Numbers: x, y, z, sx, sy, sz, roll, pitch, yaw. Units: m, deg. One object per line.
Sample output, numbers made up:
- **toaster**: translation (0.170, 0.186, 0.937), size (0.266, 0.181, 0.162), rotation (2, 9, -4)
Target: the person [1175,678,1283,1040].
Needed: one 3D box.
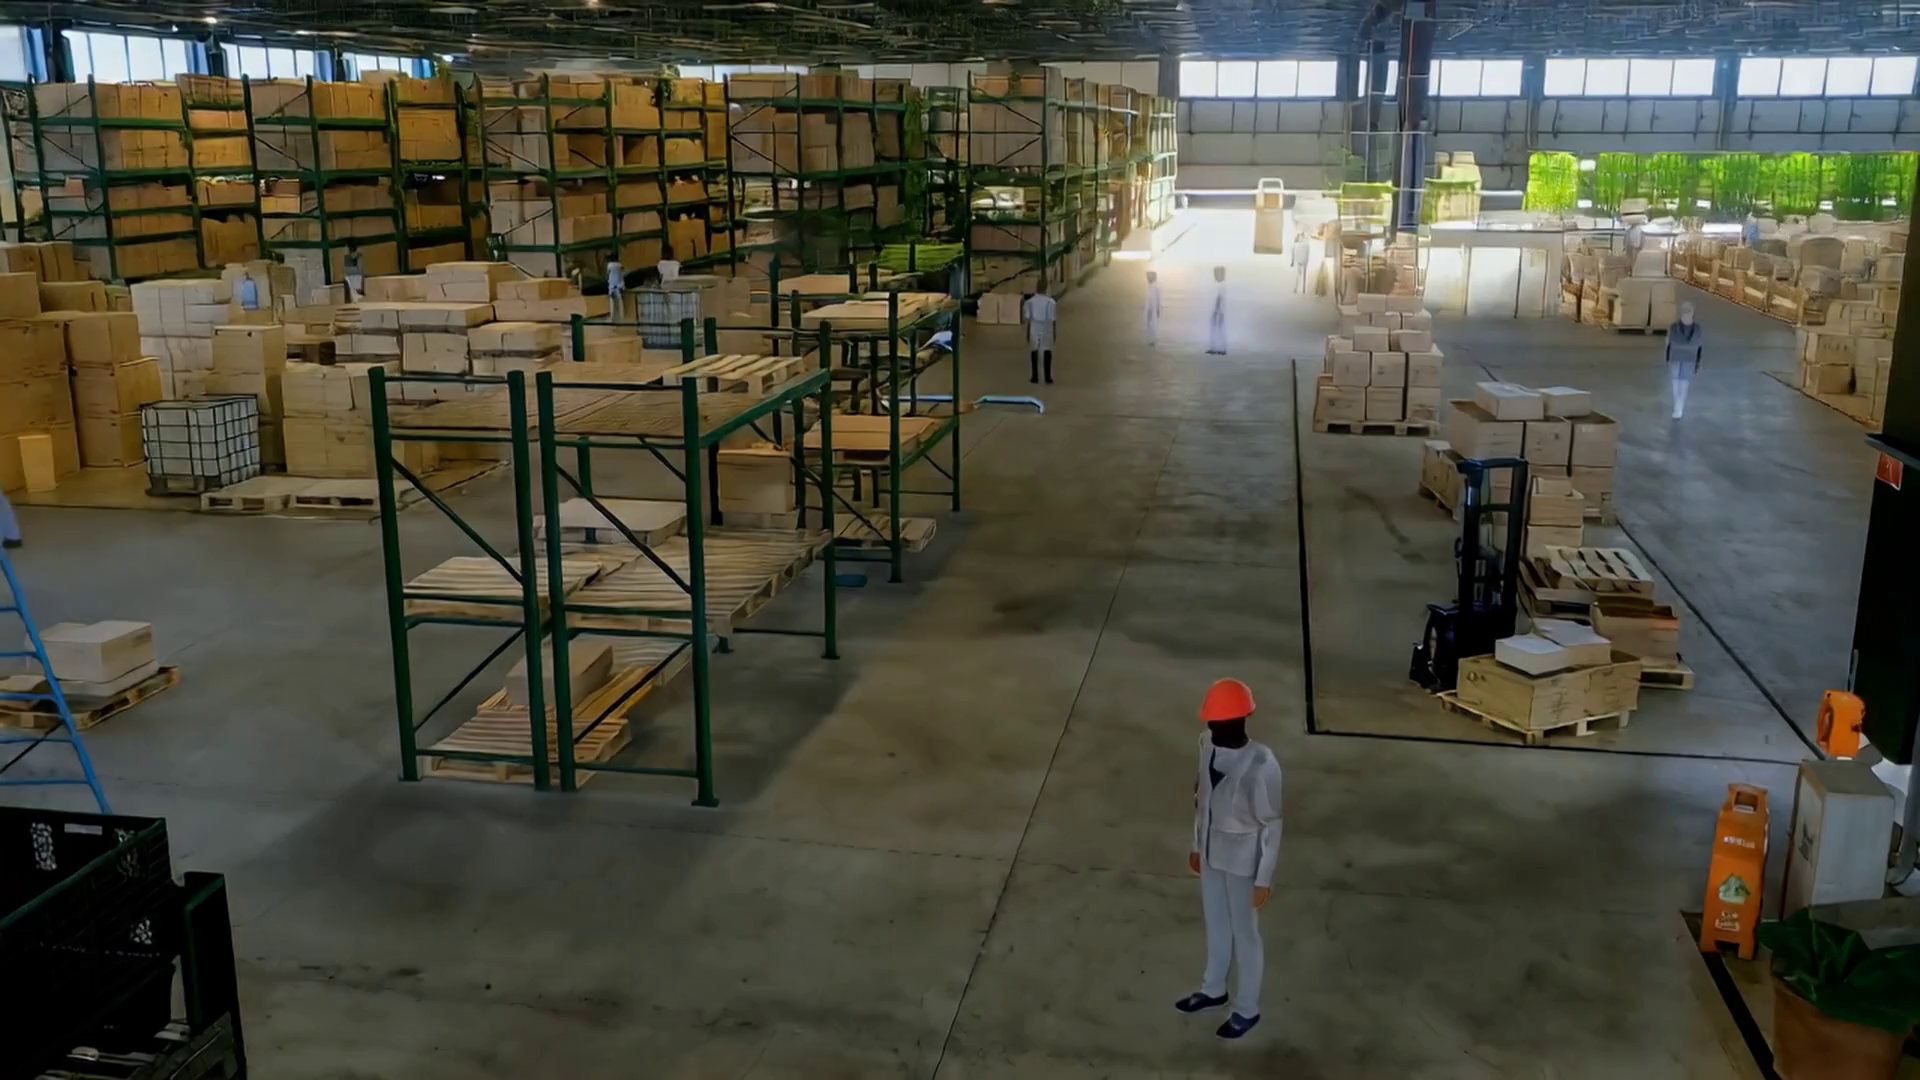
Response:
- **person**: translation (1.379, 1.625, 8.574), size (0.380, 1.922, 0.593), rotation (-8, 16, -31)

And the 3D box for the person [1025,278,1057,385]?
- **person**: translation (1.504, -3.830, 30.637), size (0.607, 1.965, 0.366), rotation (5, 15, 20)

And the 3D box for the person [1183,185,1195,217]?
- **person**: translation (12.493, -18.466, 90.575), size (0.638, 1.713, 0.821), rotation (-6, 15, -21)

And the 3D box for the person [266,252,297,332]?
- **person**: translation (-15.285, -5.517, 37.541), size (0.629, 1.940, 0.377), rotation (-2, 14, -9)

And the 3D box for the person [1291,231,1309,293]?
- **person**: translation (9.827, -8.037, 48.129), size (0.526, 1.768, 0.315), rotation (-4, 14, -14)

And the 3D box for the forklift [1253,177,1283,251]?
- **forklift**: translation (12.083, -12.747, 64.956), size (1.129, 2.768, 1.873), rotation (3, 14, 10)

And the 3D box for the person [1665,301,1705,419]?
- **person**: translation (11.873, -2.972, 27.267), size (0.556, 1.919, 0.812), rotation (9, 16, 32)

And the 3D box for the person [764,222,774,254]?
- **person**: translation (-7.177, -11.645, 63.072), size (0.494, 1.624, 0.280), rotation (-3, 14, -12)

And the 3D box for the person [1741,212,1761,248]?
- **person**: translation (27.274, -10.358, 57.334), size (0.855, 1.875, 0.648), rotation (-5, 15, -19)

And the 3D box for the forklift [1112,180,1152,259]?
- **forklift**: translation (6.082, -11.722, 60.796), size (1.873, 2.768, 1.129), rotation (2, 14, 9)

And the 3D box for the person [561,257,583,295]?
- **person**: translation (-9.375, -6.028, 40.250), size (0.520, 1.630, 0.320), rotation (0, 14, 1)

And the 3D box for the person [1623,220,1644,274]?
- **person**: translation (21.897, -9.513, 54.091), size (0.618, 1.784, 0.950), rotation (4, 14, 17)

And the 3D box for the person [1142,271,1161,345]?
- **person**: translation (4.183, -5.047, 36.245), size (0.392, 1.626, 0.527), rotation (-2, 14, -7)

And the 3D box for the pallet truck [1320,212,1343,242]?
- **pallet truck**: translation (15.874, -13.227, 70.310), size (0.680, 1.201, 1.601), rotation (10, 17, 35)

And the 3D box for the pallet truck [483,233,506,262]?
- **pallet truck**: translation (-11.832, -7.026, 43.548), size (1.885, 1.965, 0.823), rotation (8, 16, 28)

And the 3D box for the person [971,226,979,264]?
- **person**: translation (0.491, -10.488, 57.517), size (0.383, 2.041, 0.605), rotation (-5, 15, -19)

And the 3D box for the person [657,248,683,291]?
- **person**: translation (-6.860, -5.963, 39.432), size (0.602, 1.904, 0.404), rotation (0, 14, 0)

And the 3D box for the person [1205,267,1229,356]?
- **person**: translation (5.316, -4.757, 34.620), size (0.594, 1.853, 0.570), rotation (4, 14, 17)

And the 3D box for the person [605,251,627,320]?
- **person**: translation (-8.536, -6.318, 41.287), size (0.535, 1.697, 0.322), rotation (-1, 14, -5)

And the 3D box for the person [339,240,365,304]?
- **person**: translation (-16.011, -6.964, 43.694), size (0.628, 1.812, 0.781), rotation (4, 14, 15)

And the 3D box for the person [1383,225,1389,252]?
- **person**: translation (14.400, -9.878, 55.896), size (0.281, 1.624, 0.494), rotation (-10, 17, -34)

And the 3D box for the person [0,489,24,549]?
- **person**: translation (-11.037, -0.805, 18.527), size (1.035, 1.879, 0.659), rotation (1, 14, 4)

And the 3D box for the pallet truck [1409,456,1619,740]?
- **pallet truck**: translation (4.504, 0.400, 13.395), size (0.823, 1.965, 1.885), rotation (-6, 15, -23)

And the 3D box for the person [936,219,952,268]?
- **person**: translation (-0.565, -10.129, 56.831), size (0.538, 1.669, 0.773), rotation (2, 14, 7)

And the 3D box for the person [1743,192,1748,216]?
- **person**: translation (37.709, -15.860, 79.754), size (0.597, 1.831, 0.403), rotation (-6, 15, -22)

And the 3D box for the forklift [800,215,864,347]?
- **forklift**: translation (-2.864, -5.669, 36.220), size (1.129, 2.768, 1.873), rotation (3, 14, 10)
